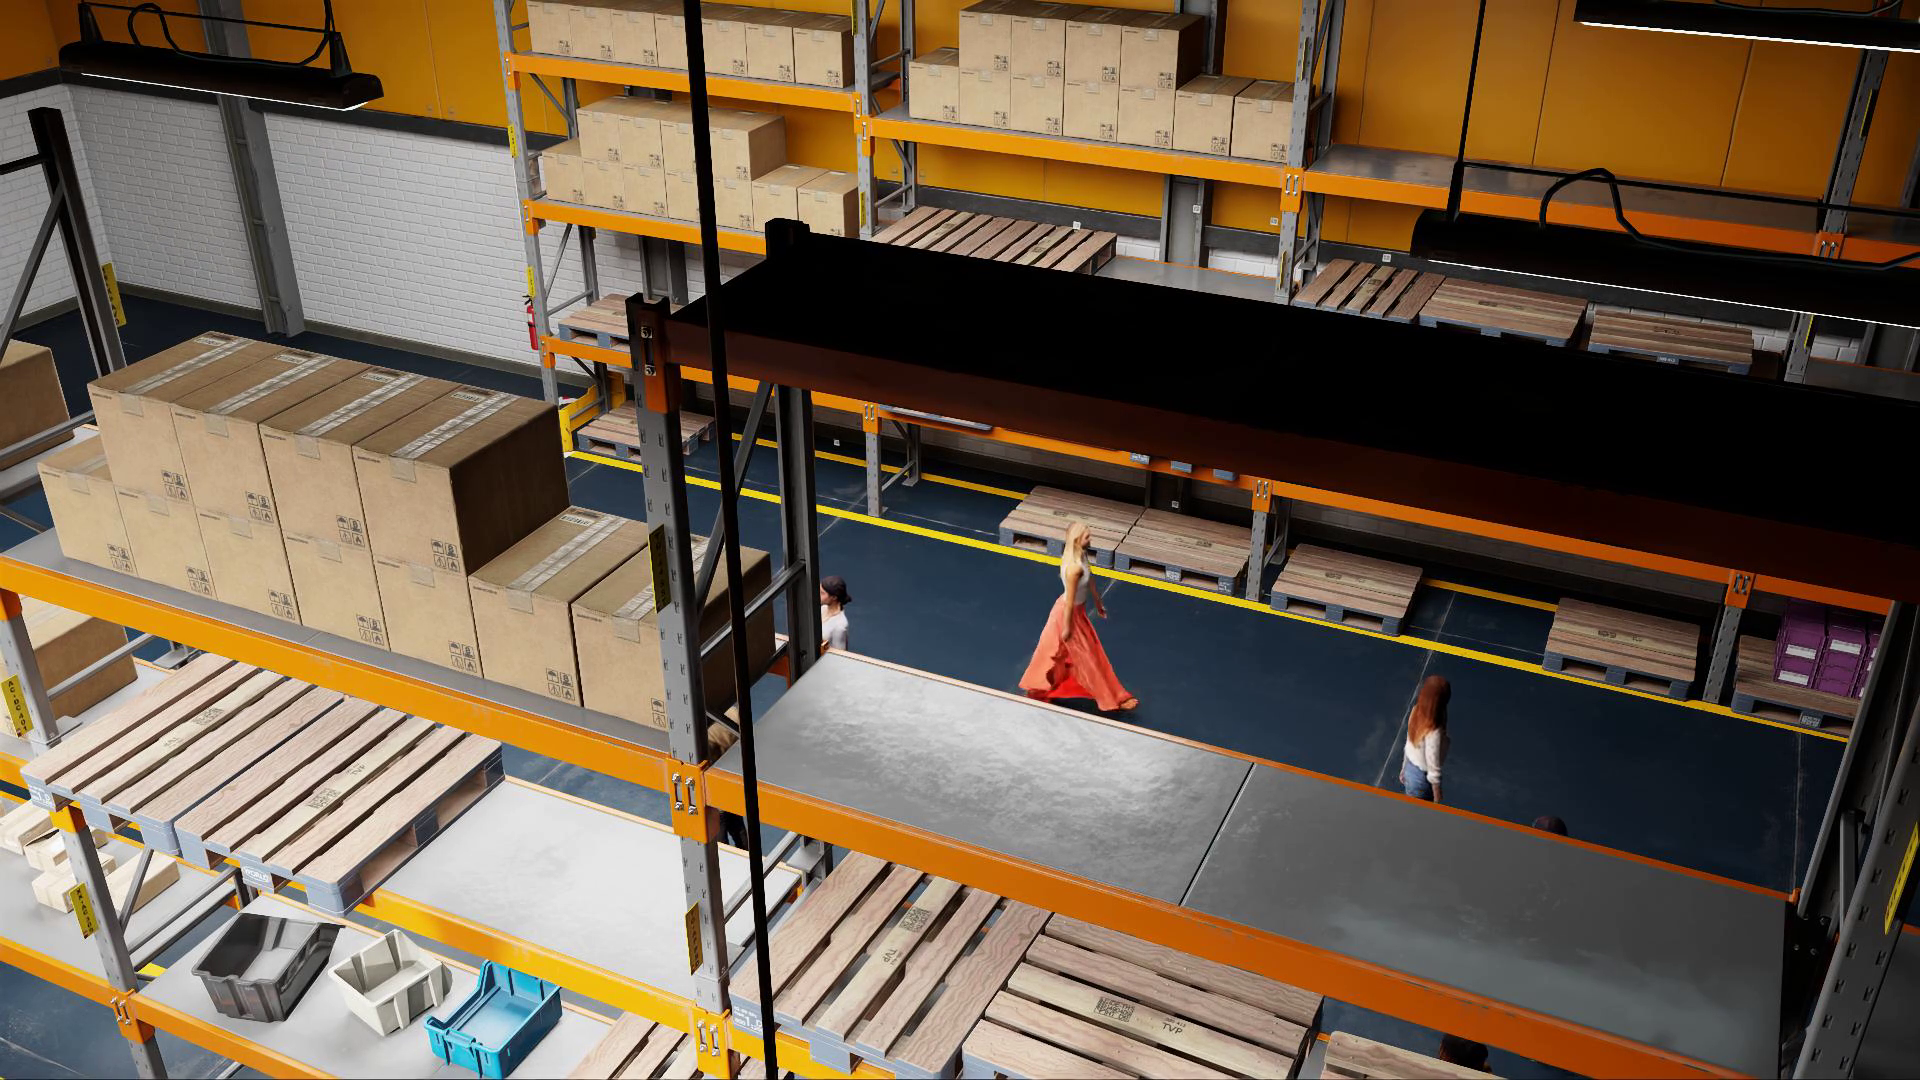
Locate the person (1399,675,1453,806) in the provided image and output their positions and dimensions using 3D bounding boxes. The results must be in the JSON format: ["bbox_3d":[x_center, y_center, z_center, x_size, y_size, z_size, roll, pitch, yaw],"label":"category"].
[{"bbox_3d":[3.148,1.709,11.709,1.216,1.696,0.905,1,29,2],"label":"person"}]

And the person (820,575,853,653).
[{"bbox_3d":[-0.962,1.048,12.839,0.733,1.774,0.668,-11,30,-19],"label":"person"}]

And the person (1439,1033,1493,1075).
[{"bbox_3d":[2.586,3.268,8.825,0.774,1.720,0.792,-16,32,-27],"label":"person"}]

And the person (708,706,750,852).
[{"bbox_3d":[-1.647,1.740,11.490,0.538,1.852,0.648,13,31,22],"label":"person"}]

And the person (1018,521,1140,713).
[{"bbox_3d":[0.824,0.647,13.602,1.315,1.747,0.863,5,29,8],"label":"person"}]
